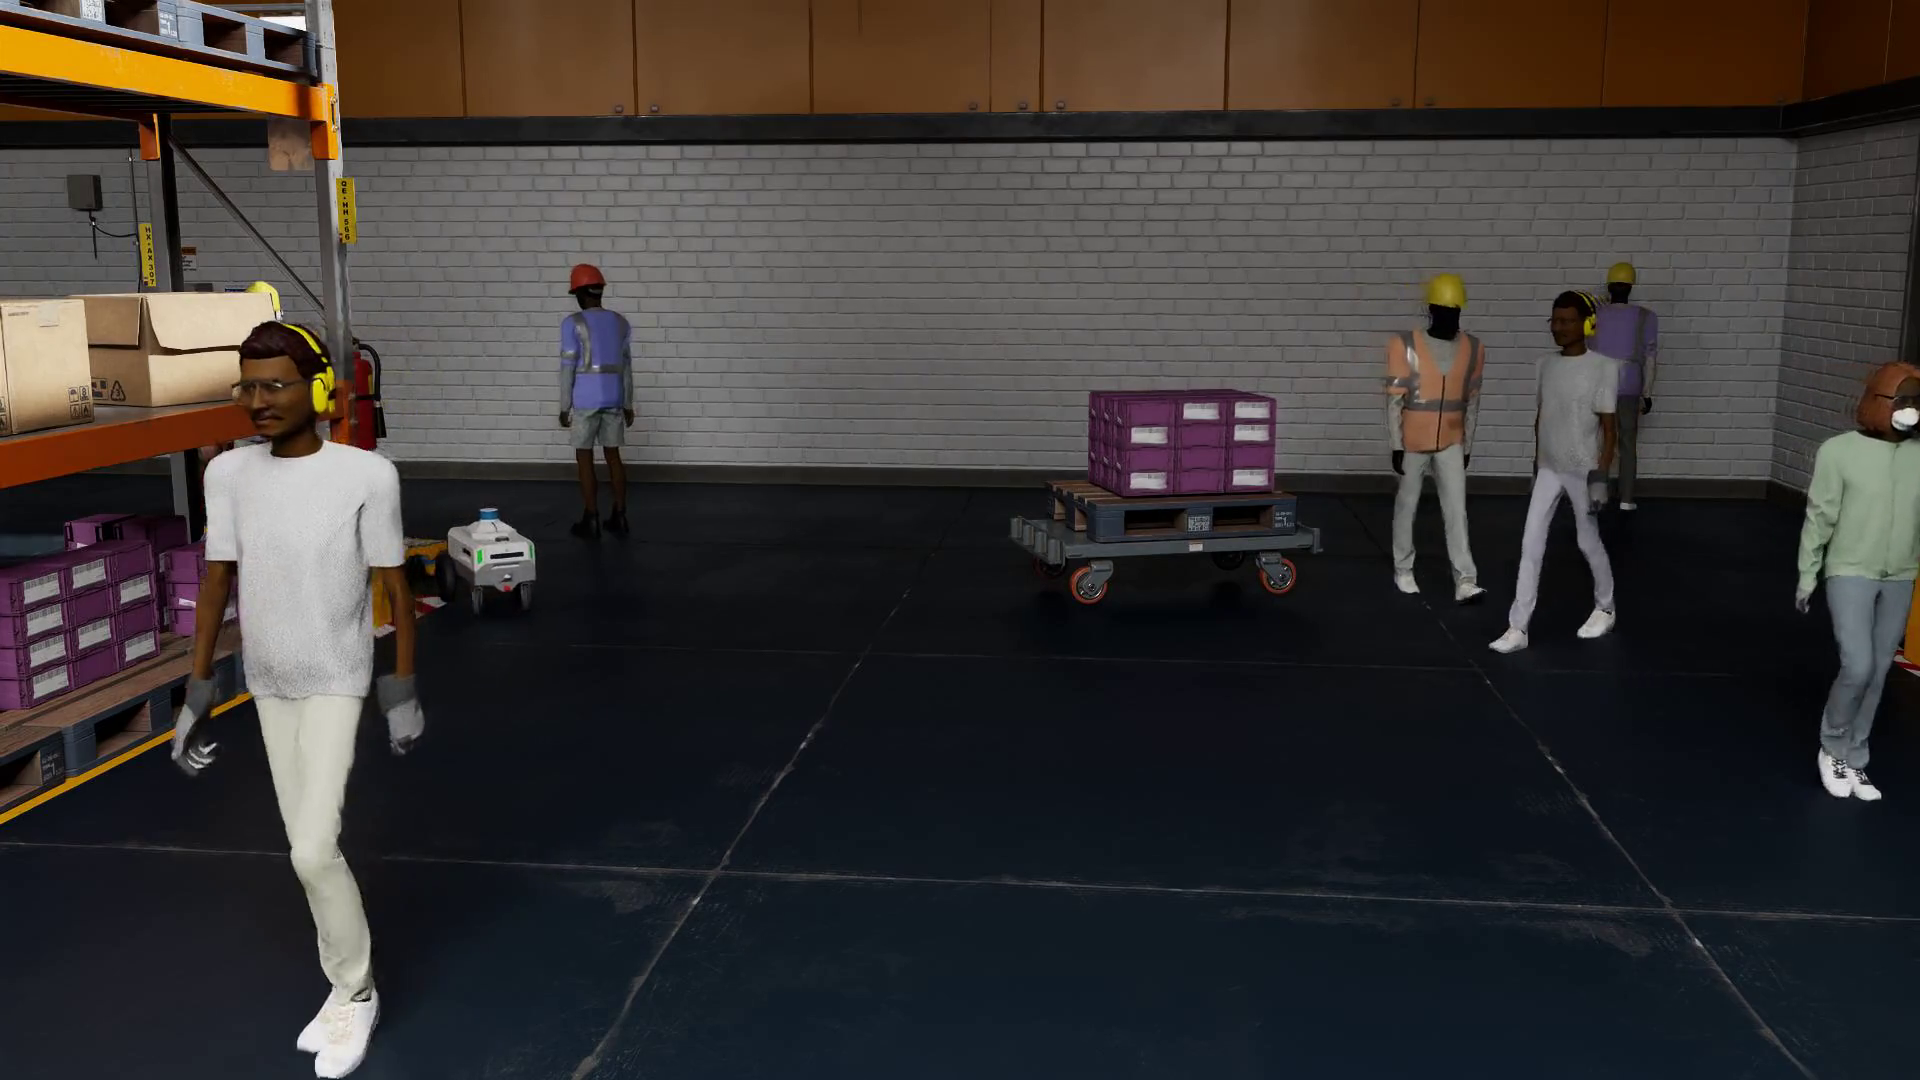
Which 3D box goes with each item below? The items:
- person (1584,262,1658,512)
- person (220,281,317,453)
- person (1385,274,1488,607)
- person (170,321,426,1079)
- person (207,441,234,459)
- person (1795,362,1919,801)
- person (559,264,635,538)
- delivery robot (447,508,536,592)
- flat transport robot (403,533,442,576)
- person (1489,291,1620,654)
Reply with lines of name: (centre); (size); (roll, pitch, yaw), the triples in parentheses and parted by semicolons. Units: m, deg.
person: (5.058, -1.175, 12.863); (0.585, 1.927, 0.366); (4, 11, 19)
person: (-4.260, -0.669, 10.236); (0.589, 1.833, 0.404); (-4, 11, -21)
person: (2.715, -0.562, 9.482); (0.602, 1.876, 0.962); (-1, 10, -4)
person: (-1.651, 0.397, 4.089); (0.522, 1.851, 0.585); (3, 10, 14)
person: (-4.504, -0.655, 10.387); (0.488, 1.740, 0.545); (5, 11, 27)
person: (3.344, 0.164, 6.053); (0.527, 1.615, 0.386); (-1, 10, -3)
person: (-2.564, -0.982, 11.784); (0.453, 1.916, 0.578); (10, 14, 44)
delivery robot: (-2.662, 0.062, 9.436); (0.477, 0.478, 0.707); (-6, 11, -30)
flat transport robot: (-3.728, 0.162, 9.946); (0.652, 0.197, 1.431); (5, 11, 28)
person: (3.117, -0.350, 8.473); (0.969, 1.823, 0.538); (-8, 12, -37)
